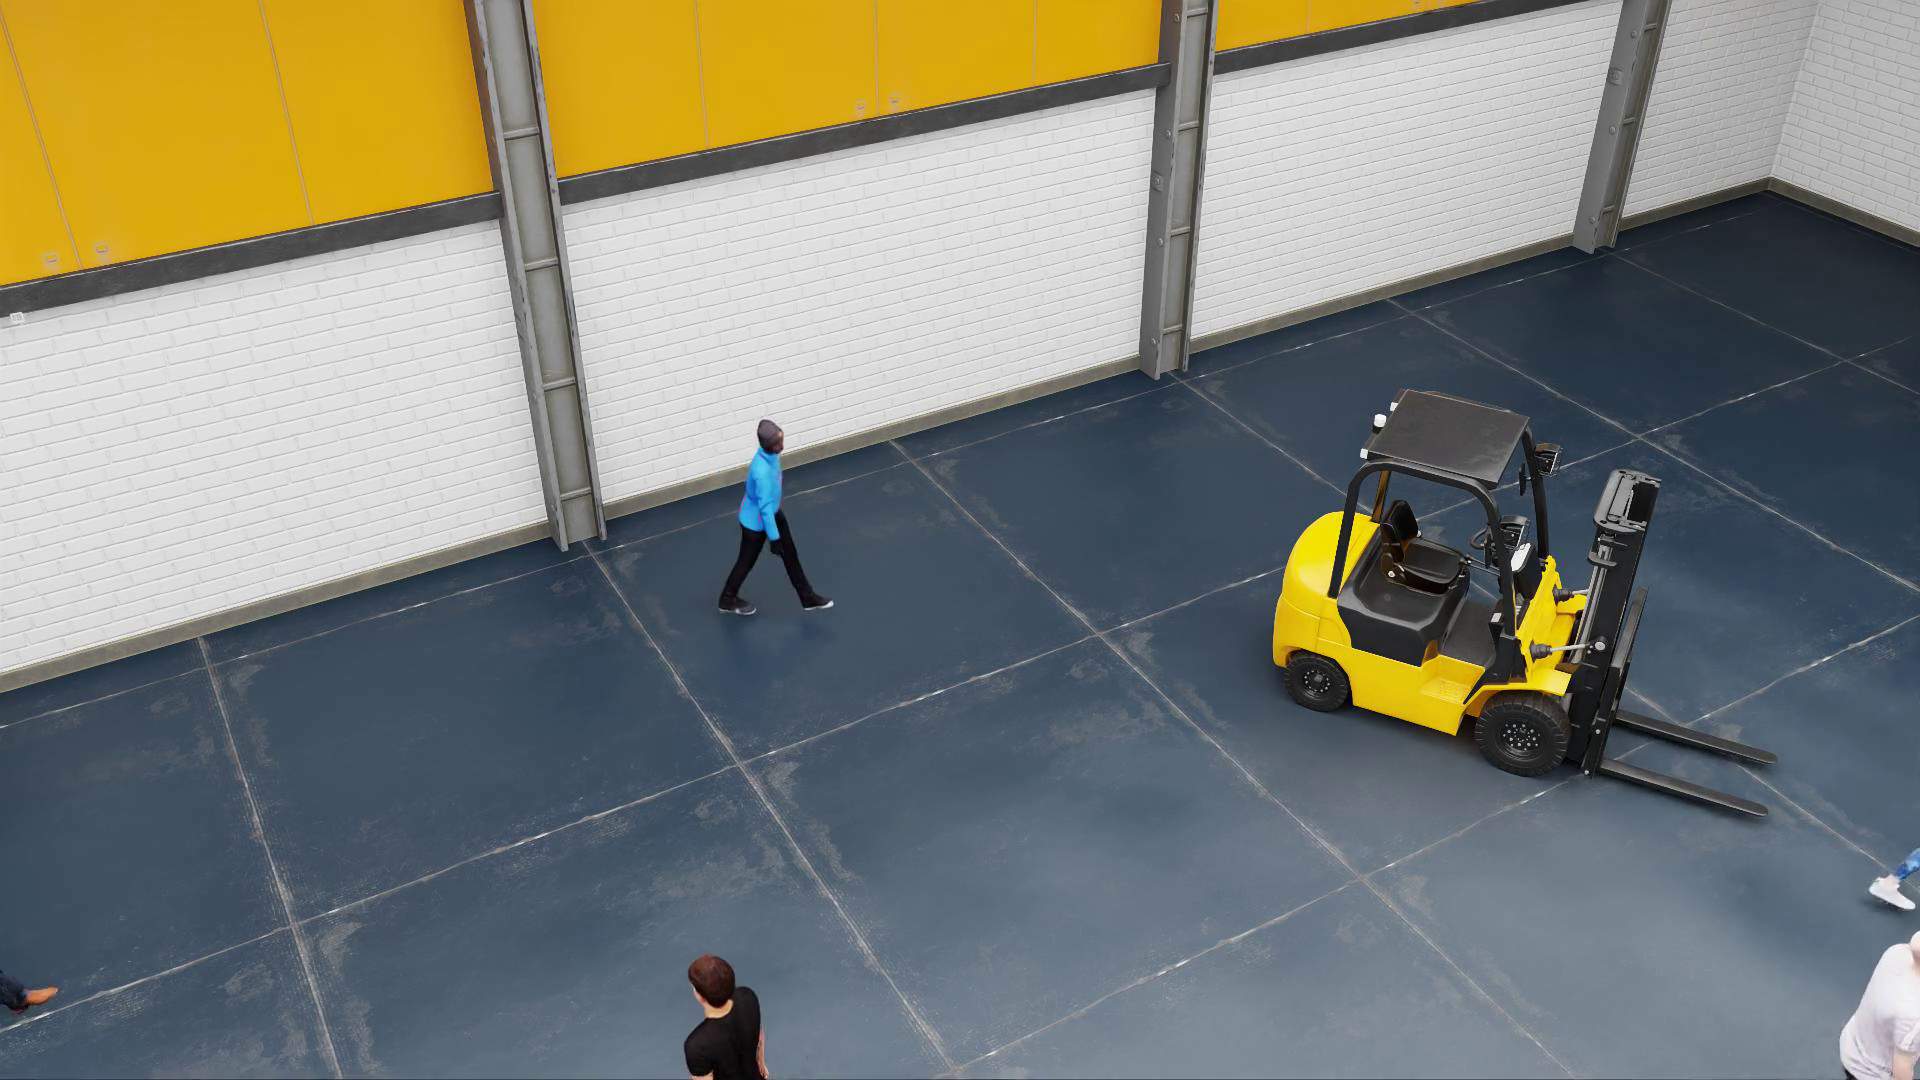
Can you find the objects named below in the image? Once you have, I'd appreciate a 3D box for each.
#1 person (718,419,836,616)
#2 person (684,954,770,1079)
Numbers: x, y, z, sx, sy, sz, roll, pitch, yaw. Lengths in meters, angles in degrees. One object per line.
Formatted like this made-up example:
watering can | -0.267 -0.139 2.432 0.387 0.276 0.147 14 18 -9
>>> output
person | -1.583 -0.144 12.512 1.221 1.753 1.092 2 34 3
person | -1.035 2.767 8.056 1.055 1.837 1.161 20 38 27
